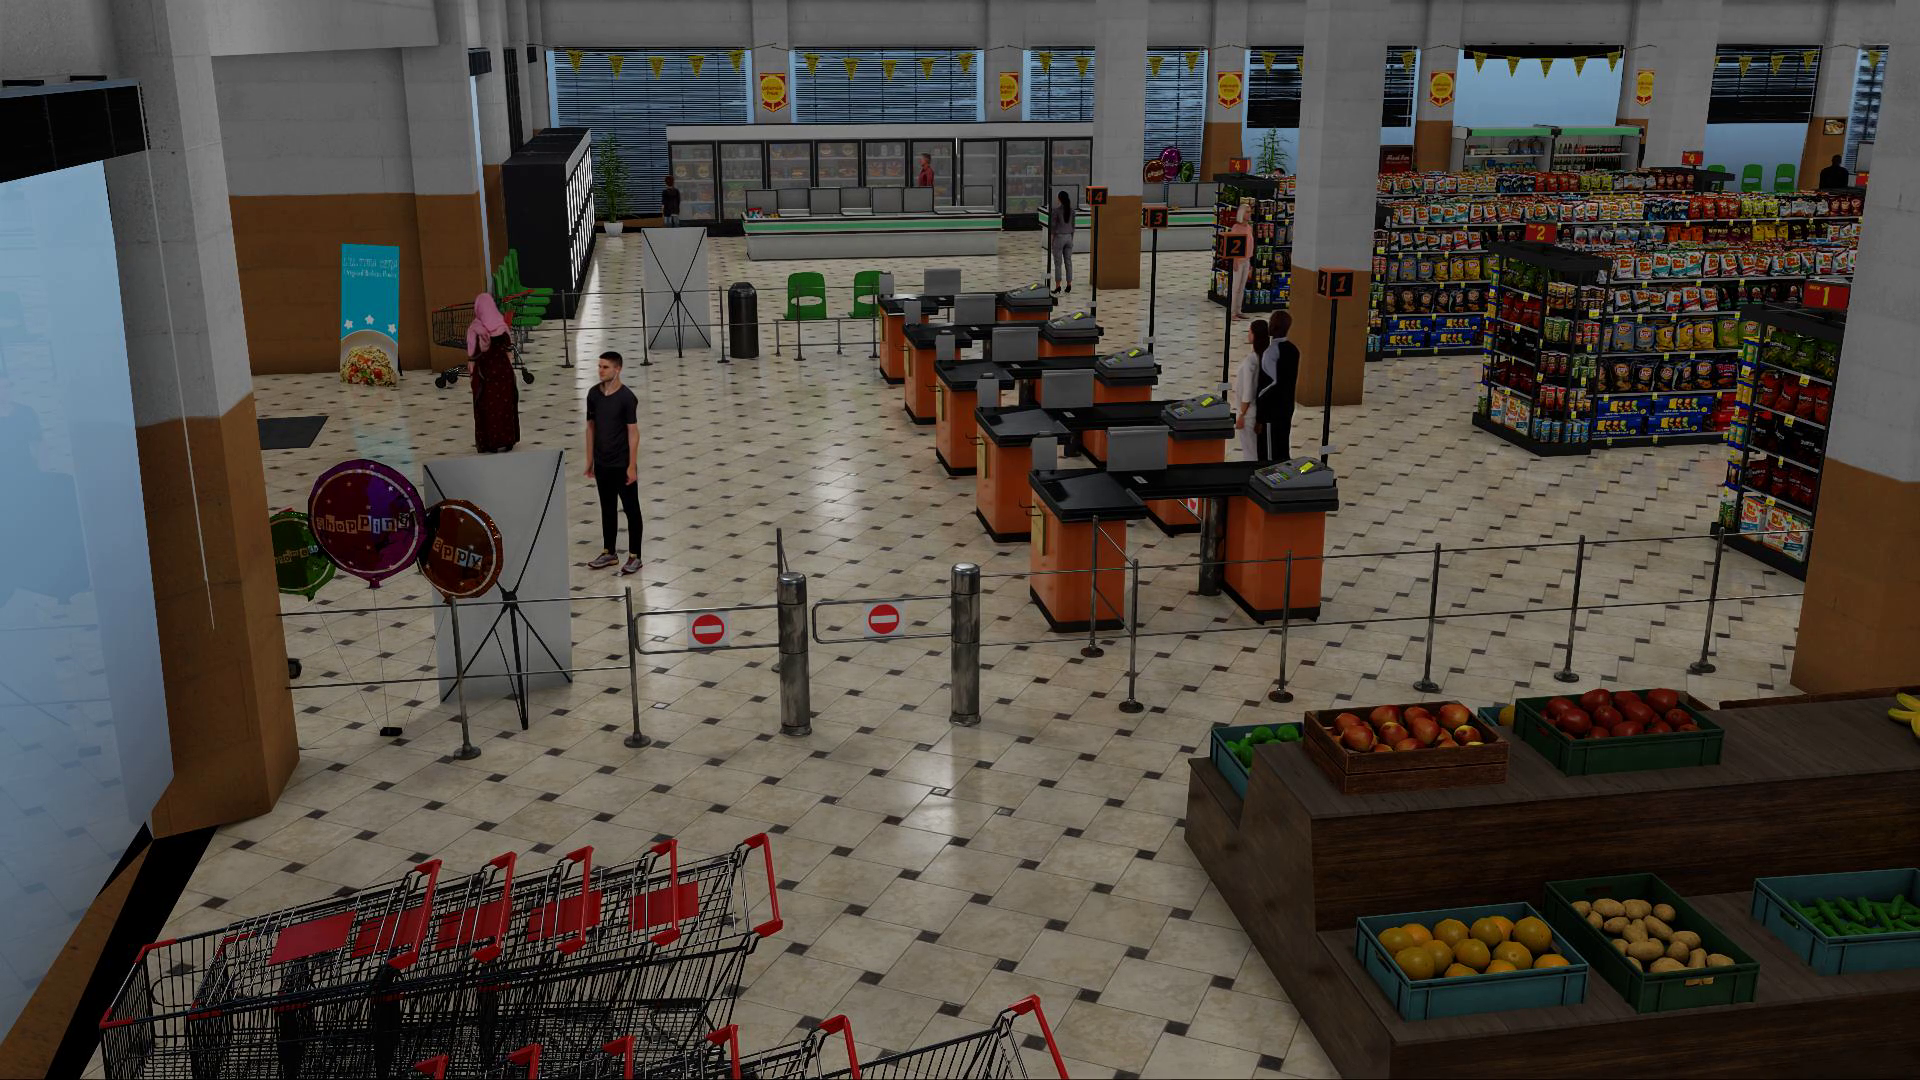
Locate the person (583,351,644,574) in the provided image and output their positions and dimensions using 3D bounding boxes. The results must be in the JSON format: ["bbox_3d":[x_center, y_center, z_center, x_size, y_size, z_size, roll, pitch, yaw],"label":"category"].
[{"bbox_3d":[-2.729,-0.622,13.181,0.687,1.764,0.784,8,19,24],"label":"person"}]

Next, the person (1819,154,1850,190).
[{"bbox_3d":[17.727,-6.923,33.838,0.784,1.818,0.832,13,21,36],"label":"person"}]

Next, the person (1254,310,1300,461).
[{"bbox_3d":[2.806,-1.136,14.761,0.797,1.828,0.696,15,23,41],"label":"person"}]

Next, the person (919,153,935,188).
[{"bbox_3d":[-0.673,-6.973,33.982,0.548,1.830,0.702,-2,17,-6],"label":"person"}]

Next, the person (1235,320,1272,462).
[{"bbox_3d":[2.688,-1.166,15.102,0.745,1.688,0.669,14,22,38],"label":"person"}]

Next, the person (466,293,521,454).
[{"bbox_3d":[-4.780,-1.711,16.983,0.686,1.639,0.812,-12,20,-33],"label":"person"}]

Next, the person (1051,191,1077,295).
[{"bbox_3d":[1.696,-4.914,27.462,0.636,1.679,0.753,-9,19,-27],"label":"person"}]

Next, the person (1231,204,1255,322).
[{"bbox_3d":[4.207,-4.178,24.958,0.741,1.724,0.649,16,23,42],"label":"person"}]

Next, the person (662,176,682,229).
[{"bbox_3d":[-5.761,-6.533,33.196,0.512,1.445,0.636,-7,18,-23],"label":"person"}]
